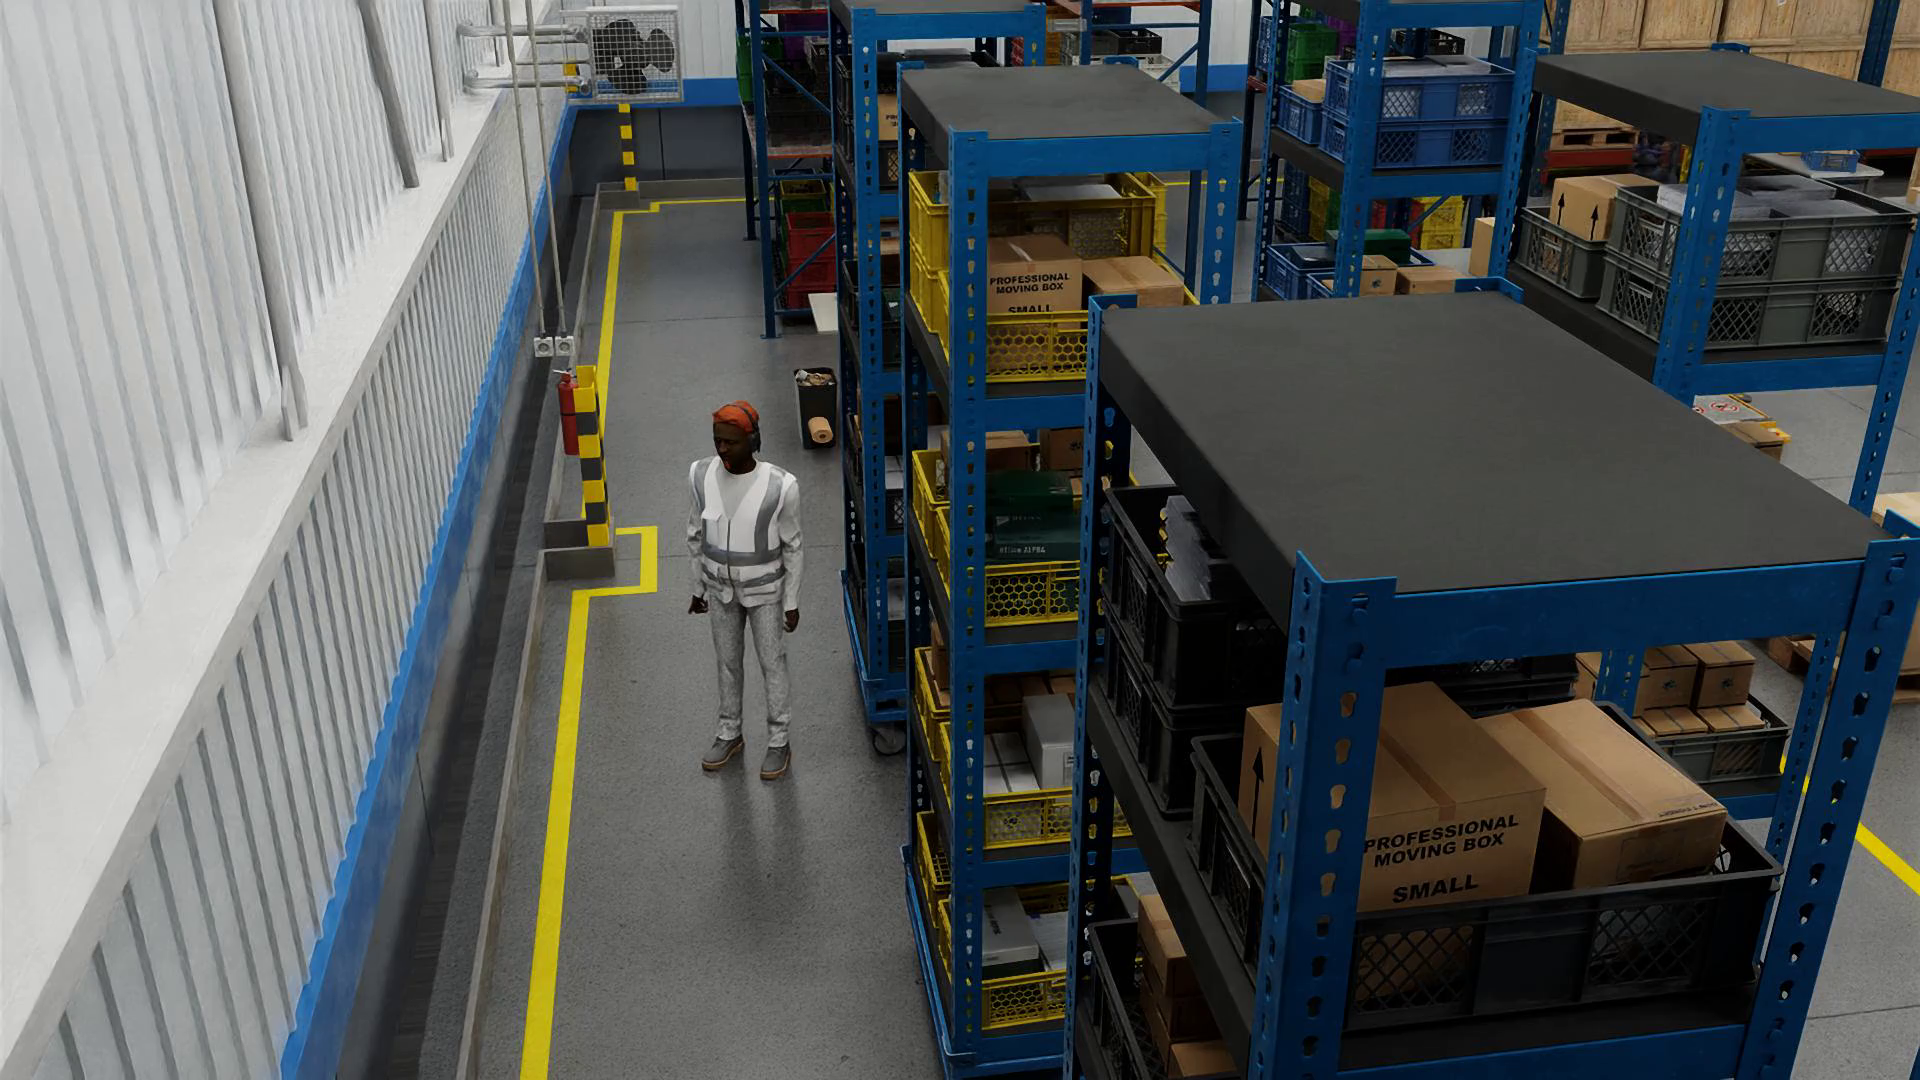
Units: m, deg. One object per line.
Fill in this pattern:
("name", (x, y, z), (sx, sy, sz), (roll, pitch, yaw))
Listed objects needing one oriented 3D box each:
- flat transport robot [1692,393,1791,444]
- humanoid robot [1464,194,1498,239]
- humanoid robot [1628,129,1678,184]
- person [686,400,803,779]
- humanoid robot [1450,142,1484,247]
("flat transport robot", (5.224, -0.859, 12.132), (1.431, 0.197, 0.652), (-4, 25, -8))
("humanoid robot", (5.127, -3.453, 16.119), (0.323, 1.651, 0.569), (-7, 26, -16))
("humanoid robot", (6.998, -3.776, 16.823), (0.364, 1.643, 0.636), (-8, 26, -17))
("person", (-1.014, 0.245, 7.837), (0.571, 1.882, 0.356), (8, 26, 16))
("humanoid robot", (5.129, -3.630, 16.501), (0.580, 1.652, 0.339), (-13, 28, -26))
